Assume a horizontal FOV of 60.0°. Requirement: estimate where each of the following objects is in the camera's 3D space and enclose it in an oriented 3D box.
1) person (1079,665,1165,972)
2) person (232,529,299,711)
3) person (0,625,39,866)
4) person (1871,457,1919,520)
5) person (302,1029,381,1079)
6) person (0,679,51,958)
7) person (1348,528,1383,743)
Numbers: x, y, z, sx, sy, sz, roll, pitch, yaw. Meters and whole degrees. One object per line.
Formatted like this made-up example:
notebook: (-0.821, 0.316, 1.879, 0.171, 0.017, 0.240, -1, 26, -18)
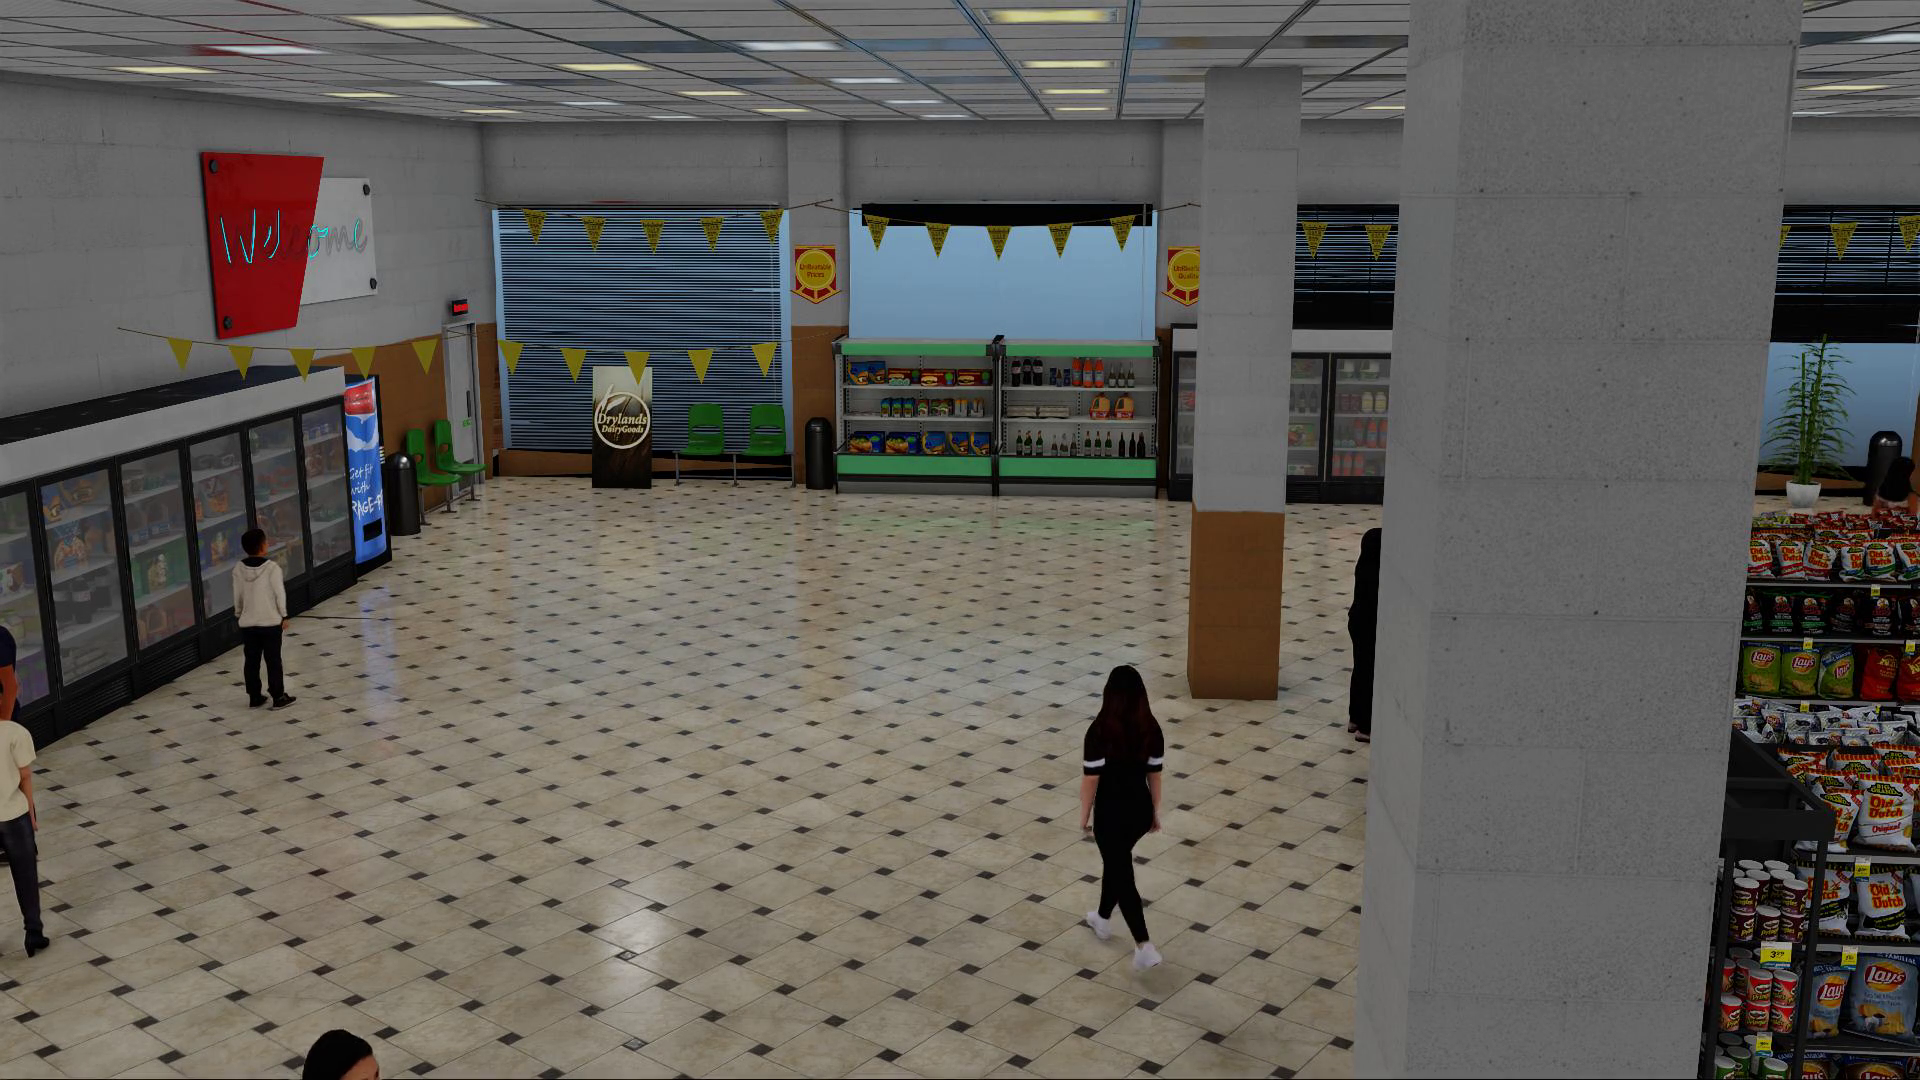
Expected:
person: (0.879, 1.493, 8.800, 1.108, 1.604, 0.961, -4, 13, -19)
person: (-5.575, 0.632, 13.255, 0.442, 1.454, 0.638, 1, 12, 7)
person: (-5.931, 1.094, 10.235, 0.660, 1.793, 0.776, 9, 15, 37)
person: (8.707, 0.034, 15.661, 0.801, 1.633, 0.777, -6, 13, -25)
person: (-1.848, 2.254, 4.941, 0.688, 1.705, 0.668, 6, 13, 26)
person: (-5.166, 1.478, 8.920, 0.531, 1.583, 0.700, -3, 12, -13)
person: (3.084, 0.703, 12.519, 0.626, 1.617, 0.648, 0, 12, 1)
